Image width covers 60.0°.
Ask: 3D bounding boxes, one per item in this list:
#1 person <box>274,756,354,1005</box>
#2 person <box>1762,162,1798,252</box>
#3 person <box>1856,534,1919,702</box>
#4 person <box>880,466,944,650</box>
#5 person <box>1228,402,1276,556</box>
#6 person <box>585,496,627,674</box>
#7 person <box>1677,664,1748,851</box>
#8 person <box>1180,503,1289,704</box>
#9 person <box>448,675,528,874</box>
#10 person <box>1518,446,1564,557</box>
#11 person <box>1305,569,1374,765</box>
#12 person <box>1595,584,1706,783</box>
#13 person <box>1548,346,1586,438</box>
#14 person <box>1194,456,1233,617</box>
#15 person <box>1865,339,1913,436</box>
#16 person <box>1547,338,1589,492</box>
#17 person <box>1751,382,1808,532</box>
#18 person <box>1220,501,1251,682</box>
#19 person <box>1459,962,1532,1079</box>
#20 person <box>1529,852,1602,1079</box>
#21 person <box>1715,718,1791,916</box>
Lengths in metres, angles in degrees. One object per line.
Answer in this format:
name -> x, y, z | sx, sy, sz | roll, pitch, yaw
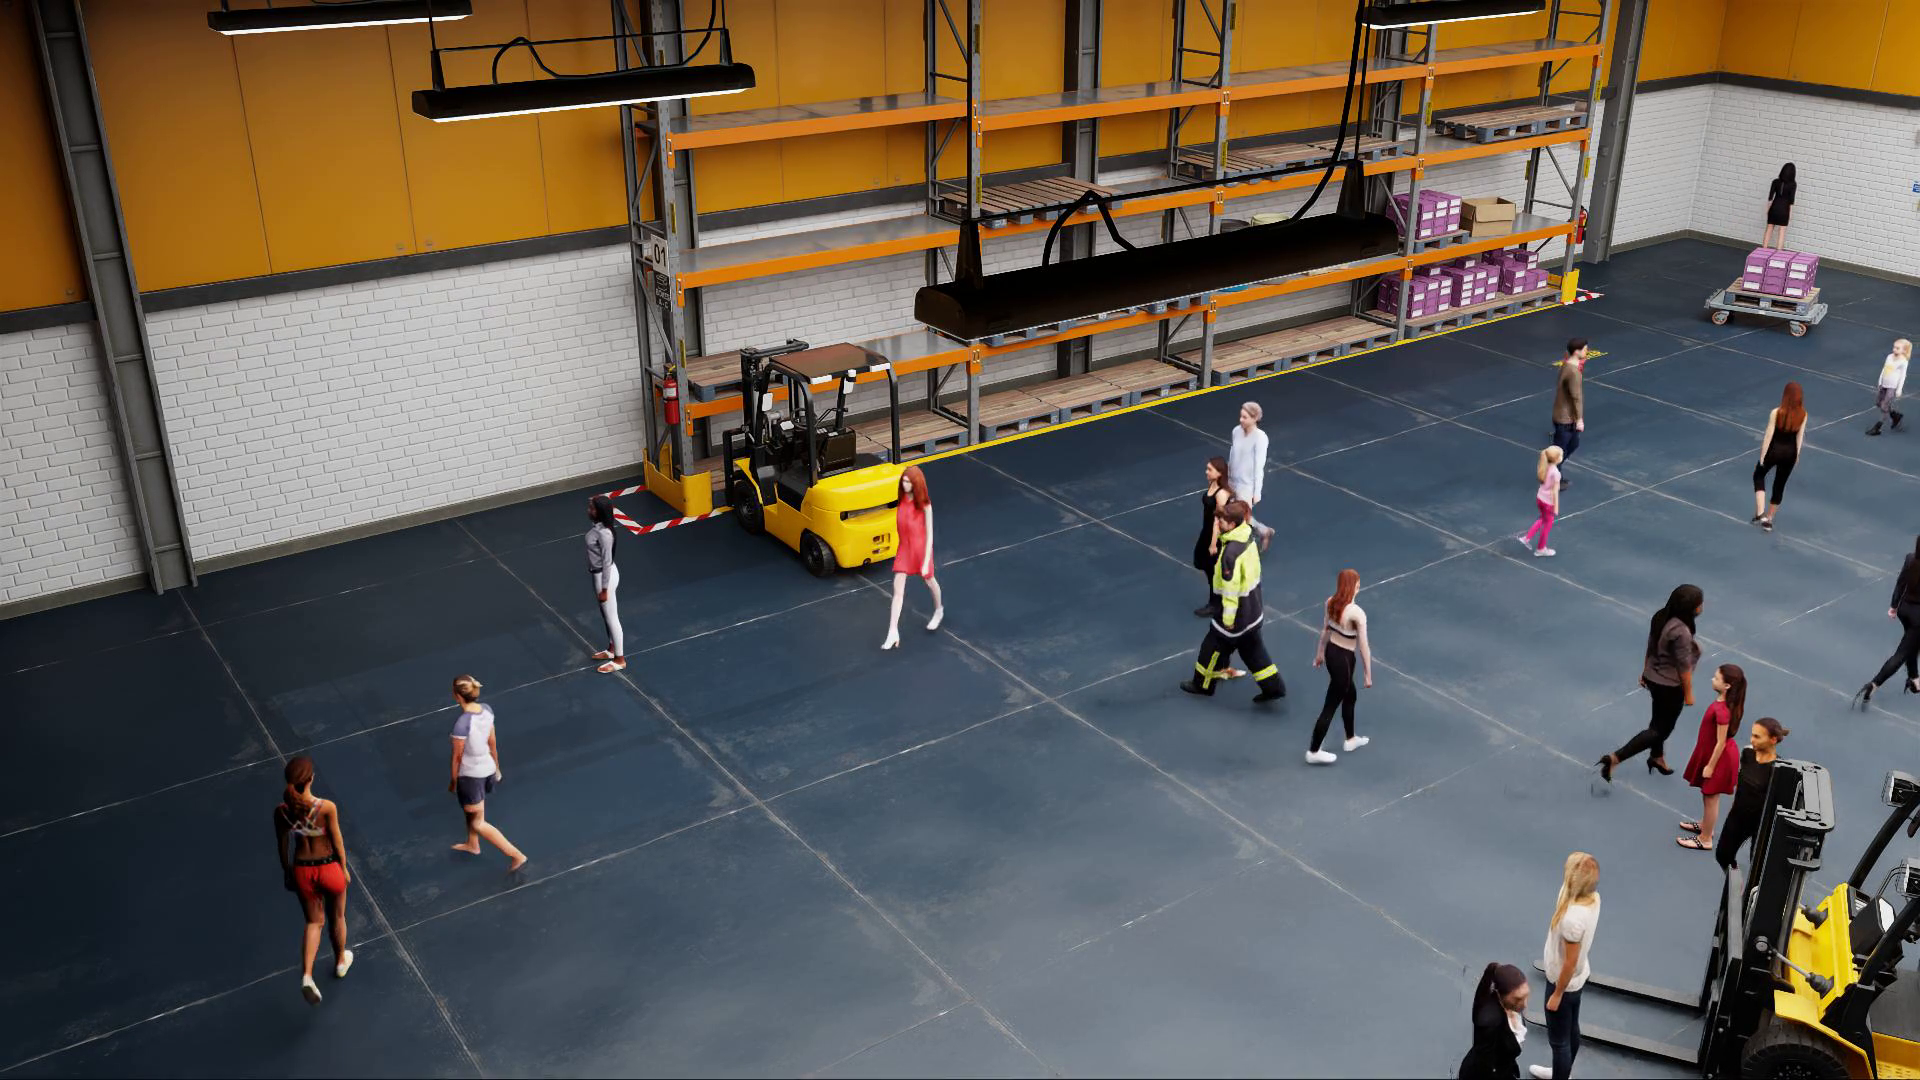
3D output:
person -> -4.285, 2.273, 11.037 | 0.995, 1.774, 0.948 | -1, 24, -3
person -> 14.448, -5.749, 29.350 | 0.518, 1.806, 0.601 | -19, 30, -37
person -> 8.401, 0.719, 14.715 | 1.126, 1.676, 0.767 | -9, 25, -19
person -> -0.361, 0.143, 15.908 | 0.857, 1.777, 1.188 | 17, 29, 34
person -> 3.039, -0.554, 17.385 | 1.103, 1.871, 0.727 | -13, 27, -27
person -> -3.295, 0.383, 15.428 | 0.603, 1.721, 0.640 | -9, 25, -19
person -> 5.804, 1.648, 12.745 | 0.720, 1.553, 0.657 | 12, 26, 26
person -> 2.539, 0.605, 14.664 | 1.208, 1.925, 1.296 | 12, 26, 25
person -> -3.558, 1.776, 12.399 | 0.980, 1.594, 0.980 | 7, 25, 15
person -> 6.238, -0.416, 17.826 | 0.721, 1.264, 0.631 | -3, 24, -8
person -> 3.072, 1.075, 13.843 | 0.952, 1.722, 0.785 | -9, 25, -19
person -> 5.610, 1.210, 13.422 | 1.130, 1.813, 0.998 | -2, 24, -6
person -> 7.758, -1.907, 21.175 | 0.617, 1.314, 0.590 | -3, 24, -7
person -> 2.597, -0.031, 16.429 | 0.798, 1.678, 0.727 | -4, 24, -10
person -> 12.008, -1.972, 21.380 | 0.849, 1.267, 0.682 | -5, 24, -10
person -> 7.000, -1.456, 19.441 | 0.821, 1.876, 0.747 | 6, 24, 13
person -> 9.064, -0.891, 18.348 | 0.737, 1.716, 0.797 | 4, 24, 10
person -> 2.415, 0.495, 15.102 | 0.737, 1.777, 0.681 | -9, 25, -19
person -> 2.935, 3.055, 9.413 | 0.763, 1.643, 0.628 | 11, 26, 24
person -> 3.690, 2.670, 10.086 | 0.723, 1.808, 0.573 | 14, 27, 29
person -> 5.713, 1.990, 11.837 | 0.721, 1.652, 0.766 | -9, 25, -19
